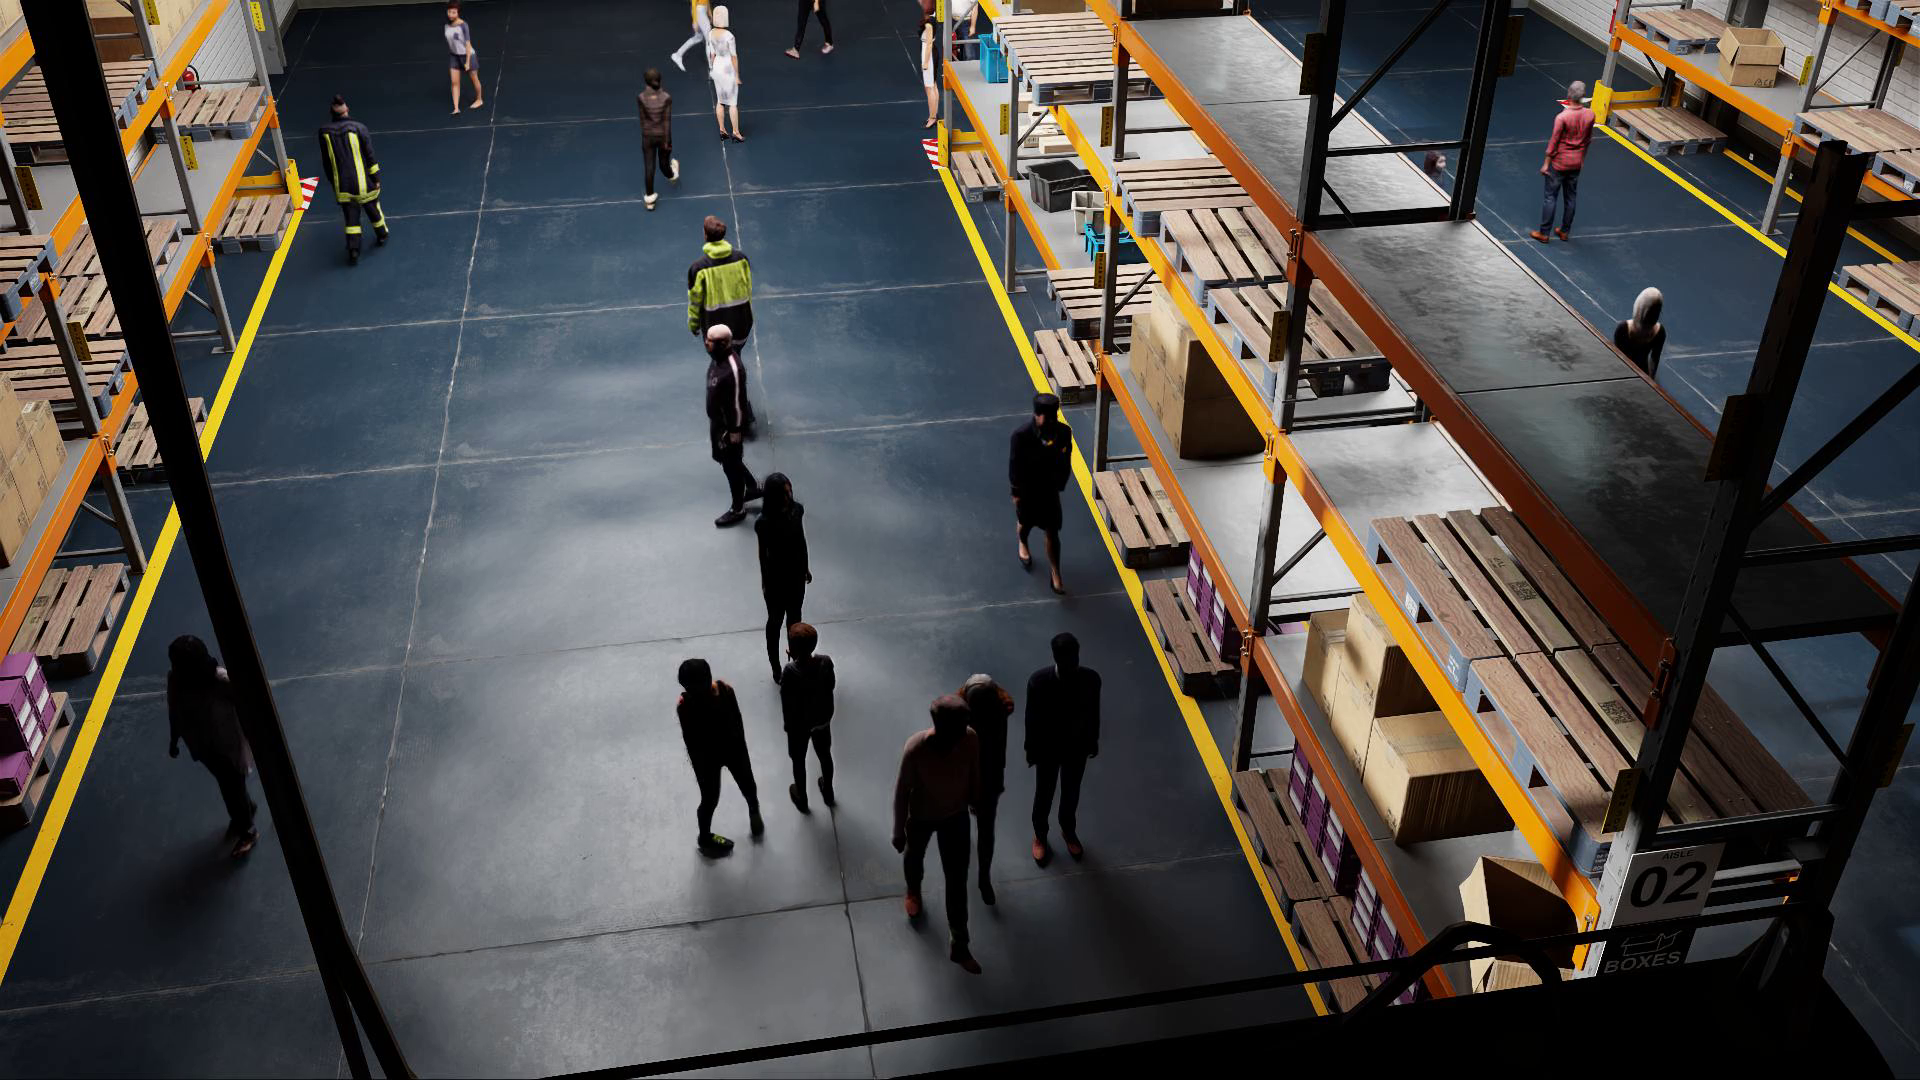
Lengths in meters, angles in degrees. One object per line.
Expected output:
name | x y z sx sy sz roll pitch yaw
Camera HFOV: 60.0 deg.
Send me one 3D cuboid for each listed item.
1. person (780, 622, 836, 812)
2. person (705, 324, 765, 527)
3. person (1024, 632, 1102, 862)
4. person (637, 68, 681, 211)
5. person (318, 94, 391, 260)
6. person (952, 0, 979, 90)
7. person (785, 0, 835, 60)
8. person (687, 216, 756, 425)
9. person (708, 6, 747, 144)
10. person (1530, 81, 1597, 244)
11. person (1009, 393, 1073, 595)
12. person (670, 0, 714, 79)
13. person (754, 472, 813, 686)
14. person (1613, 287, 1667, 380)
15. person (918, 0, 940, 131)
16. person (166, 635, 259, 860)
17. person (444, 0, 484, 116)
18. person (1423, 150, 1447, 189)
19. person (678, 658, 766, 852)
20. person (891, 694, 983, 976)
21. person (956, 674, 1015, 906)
person | -1.005 1.159 10.965 0.590 1.446 0.599 -16 37 -23
person | -1.876 -0.962 13.808 0.822 1.831 0.745 -12 36 -18
person | 0.645 1.288 10.518 0.634 1.726 0.505 -6 34 -9
person | -3.625 -4.804 19.752 0.961 1.650 0.658 -6 34 -8
person | -6.728 -3.983 18.360 0.803 1.823 1.059 -3 34 -4
person | 0.055 -7.172 23.129 0.727 1.856 0.812 26 42 33
person | -2.108 -7.958 24.442 1.138 1.712 1.207 21 39 28
person | -2.120 -1.951 15.196 1.124 1.942 1.376 -22 39 -29
person | -3.032 -6.016 21.484 0.646 1.751 0.696 19 38 26
person | 6.838 -4.263 18.774 0.693 1.831 0.554 -7 34 -11
person | 0.594 -0.421 13.177 0.712 1.628 1.020 -8 34 -11
person | -3.768 -7.446 23.661 0.905 1.723 1.112 5 34 7
person | -1.278 0.262 12.051 0.631 1.737 0.642 -25 41 -32
person | 5.751 -1.304 14.336 0.739 1.815 0.956 4 34 7
person | -0.397 -6.316 21.895 0.701 1.796 0.540 5 34 8
person | -4.770 1.218 10.744 0.792 1.591 0.878 9 35 13
person | -6.719 -6.551 22.499 0.844 1.518 1.020 15 36 21
person | 4.888 -3.375 17.676 0.995 1.568 1.177 -27 42 -34
person | -1.592 1.343 10.620 0.721 1.522 0.675 -27 42 -34
person | -0.160 1.597 9.974 0.795 1.814 1.197 -7 34 -10
person | 0.059 1.440 10.408 0.679 1.595 1.089 -7 34 -11
